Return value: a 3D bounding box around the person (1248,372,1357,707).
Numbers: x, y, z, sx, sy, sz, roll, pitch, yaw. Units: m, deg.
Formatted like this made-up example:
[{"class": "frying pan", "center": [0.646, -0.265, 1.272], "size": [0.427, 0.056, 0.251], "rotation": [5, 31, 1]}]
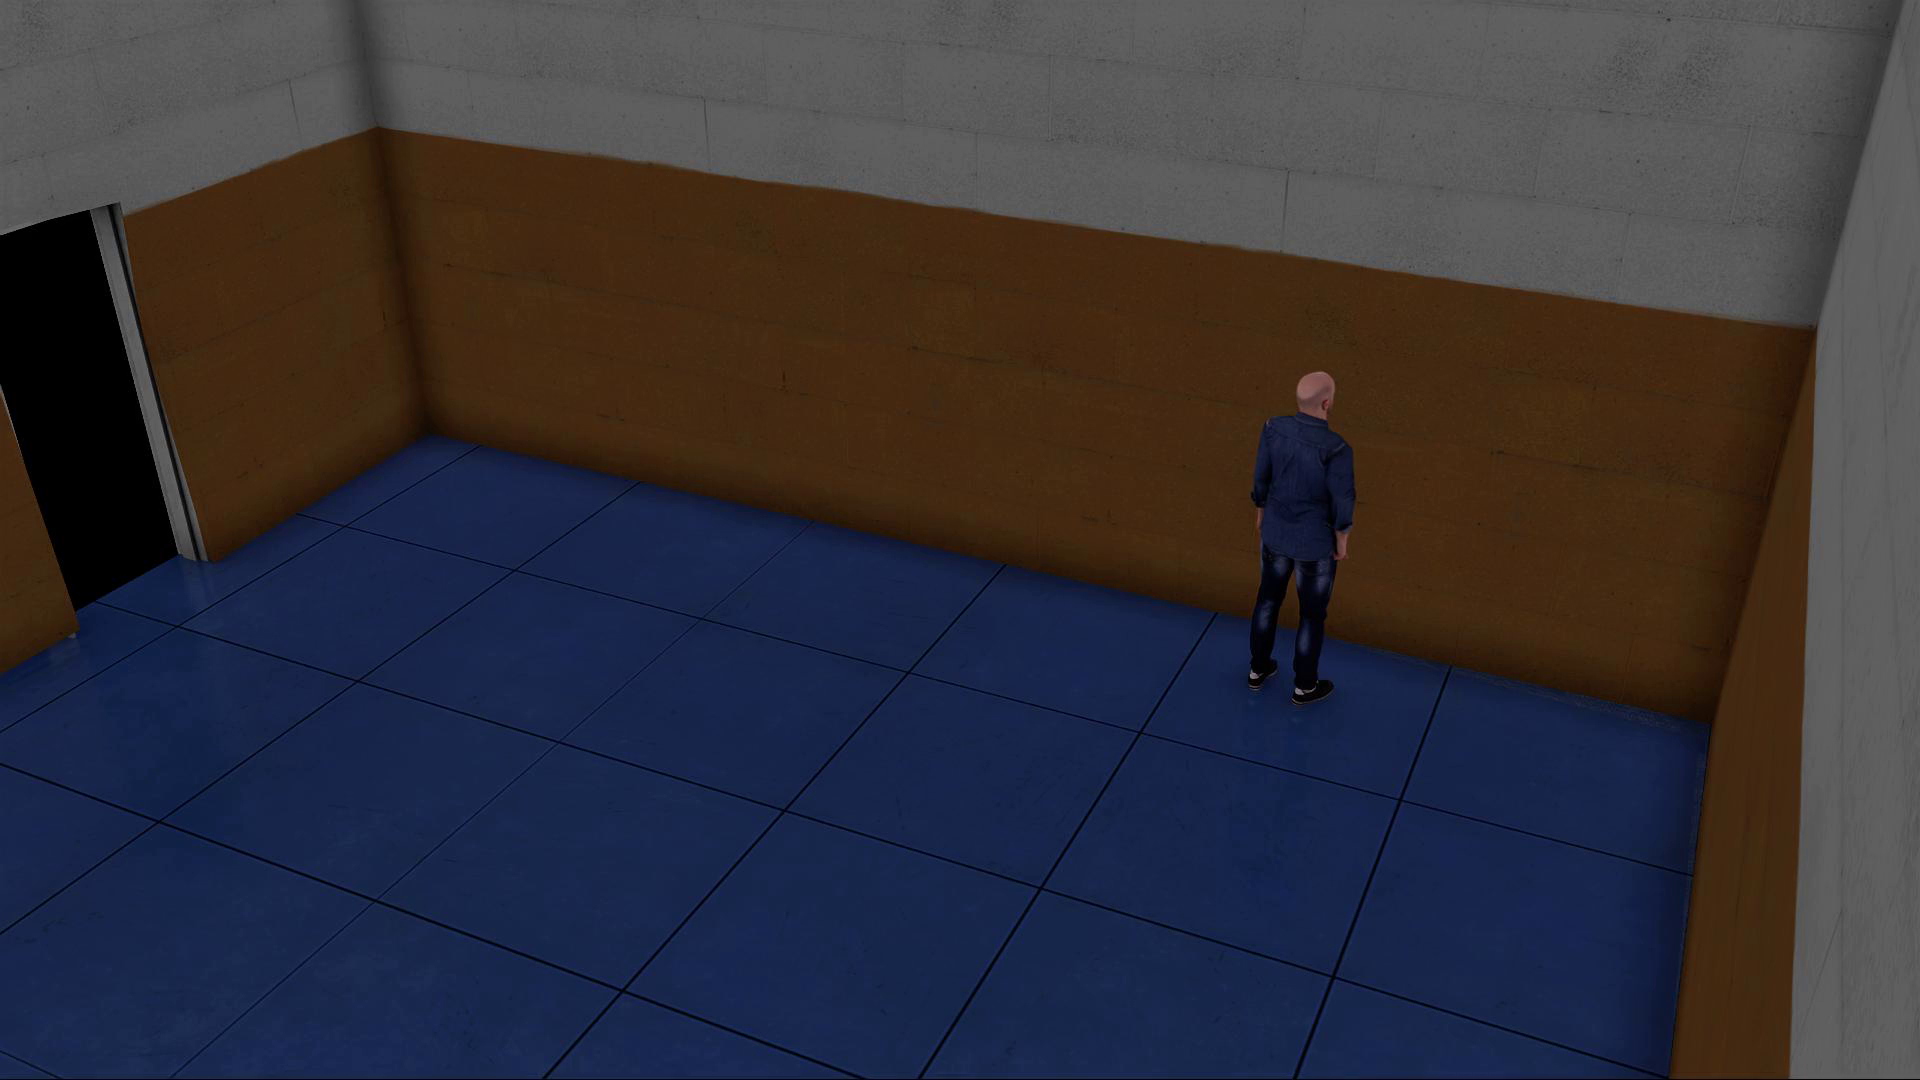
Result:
[{"class": "person", "center": [1.737, -0.009, 8.492], "size": [0.617, 1.825, 0.838], "rotation": [22, 35, 34]}]
